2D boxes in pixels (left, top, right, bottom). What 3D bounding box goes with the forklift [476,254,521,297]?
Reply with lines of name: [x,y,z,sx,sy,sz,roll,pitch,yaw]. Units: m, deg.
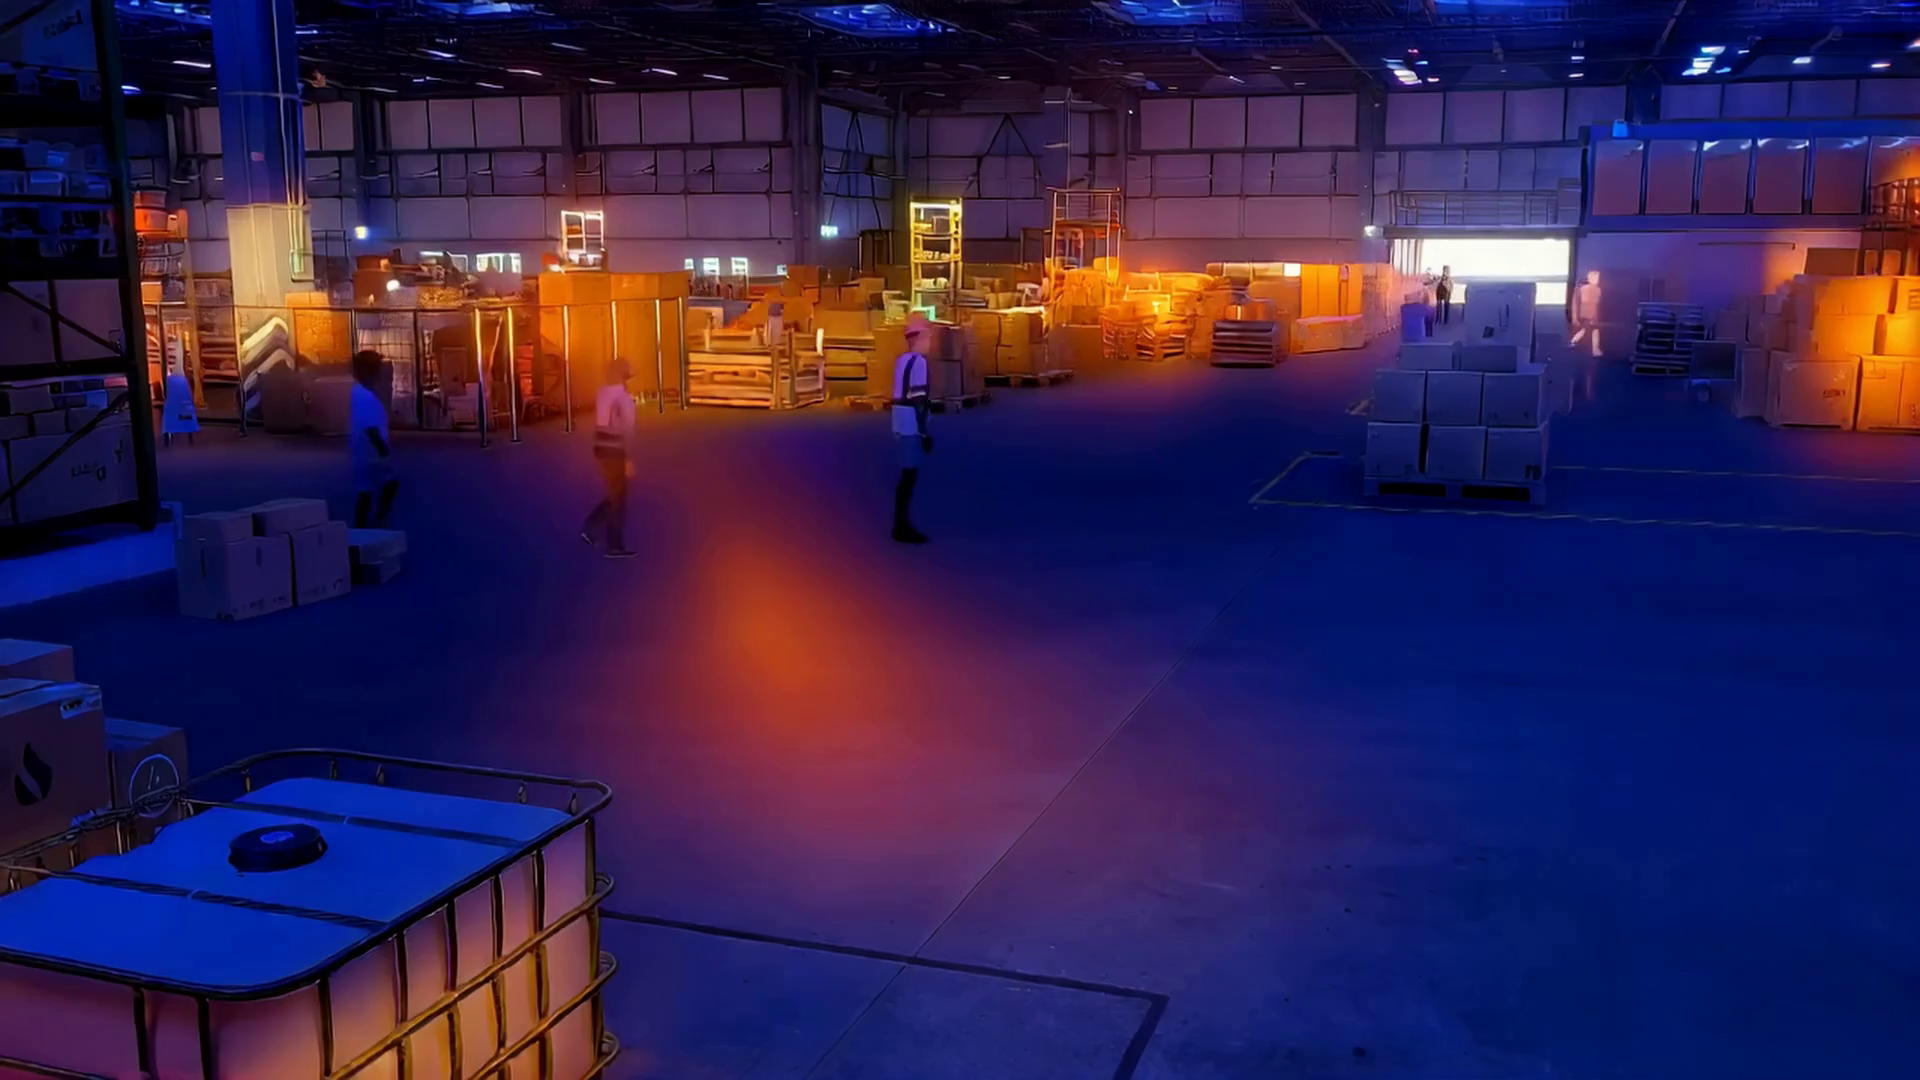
forklift: [-17.990,-10.121,64.684,1.157,1.987,2.680,3,11,17]

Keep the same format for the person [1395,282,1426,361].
person: [7.458,-3.317,27.563,0.996,1.890,0.546,-7,12,-33]

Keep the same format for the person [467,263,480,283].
person: [-16.409,-8.398,56.161,0.462,1.896,0.657,2,10,12]

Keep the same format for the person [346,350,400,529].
person: [-4.699,-0.686,13.325,0.426,1.676,0.539,-2,10,-11]

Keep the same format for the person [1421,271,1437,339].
person: [10.750,-5.225,38.225,0.391,1.914,0.587,4,11,24]

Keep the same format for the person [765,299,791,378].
person: [-3.010,-3.253,28.026,0.817,1.592,0.505,3,11,18]

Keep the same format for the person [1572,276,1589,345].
person: [15.822,-5.818,42.138,0.547,1.718,0.921,6,12,31]

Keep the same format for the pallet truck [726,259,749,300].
pallet truck: [-7.986,-9.493,62.019,0.823,1.965,1.885,3,11,17]

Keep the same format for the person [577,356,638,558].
person: [-2.780,-0.654,13.308,0.425,1.621,0.527,-7,12,-33]

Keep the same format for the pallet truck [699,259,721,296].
pallet truck: [-9.165,-9.627,62.776,0.823,1.965,1.885,4,11,23]

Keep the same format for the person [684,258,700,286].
person: [-9.277,-8.703,57.444,0.607,2.044,0.372,-8,13,-39]

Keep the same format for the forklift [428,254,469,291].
forklift: [-20.133,-10.254,65.465,1.157,1.987,2.680,3,11,19]

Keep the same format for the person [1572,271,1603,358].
person: [13.940,-5.007,36.948,0.909,1.938,0.609,-5,11,-26]

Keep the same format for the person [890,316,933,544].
person: [-0.374,-0.927,14.046,0.400,1.912,0.706,-3,10,-14]

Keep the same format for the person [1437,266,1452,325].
person: [15.214,-7.681,52.241,0.508,1.847,0.345,8,13,38]
